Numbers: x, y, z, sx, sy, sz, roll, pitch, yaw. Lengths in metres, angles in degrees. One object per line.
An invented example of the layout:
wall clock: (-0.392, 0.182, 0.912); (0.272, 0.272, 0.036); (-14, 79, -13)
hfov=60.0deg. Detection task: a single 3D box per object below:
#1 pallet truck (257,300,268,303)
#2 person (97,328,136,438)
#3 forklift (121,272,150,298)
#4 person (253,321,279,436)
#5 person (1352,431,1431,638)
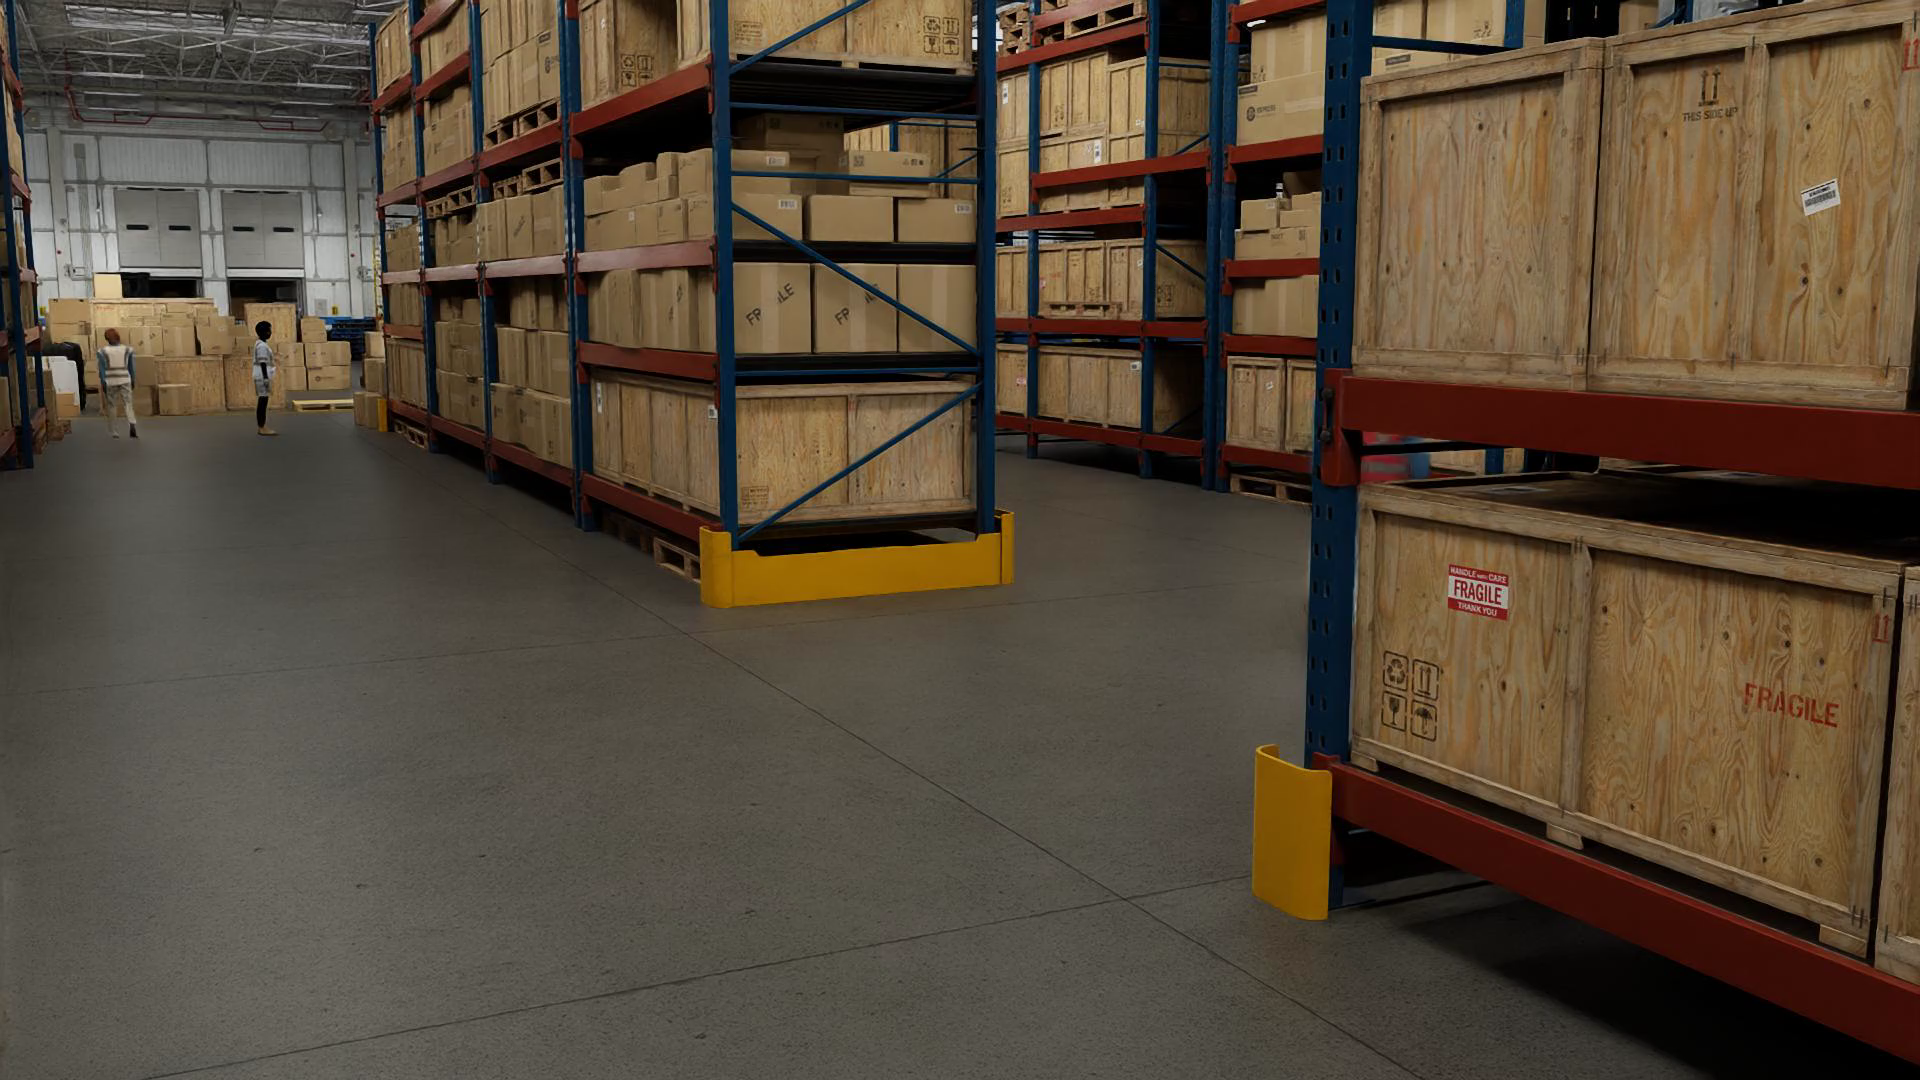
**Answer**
pallet truck: (-23.913, -7.404, 58.171); (1.885, 1.965, 0.823); (-1, 8, -9)
person: (-12.200, -2.272, 24.115); (0.502, 1.614, 0.761); (-6, 10, -35)
forklift: (-24.911, -6.719, 50.418); (1.129, 2.768, 1.873); (4, 9, 26)
person: (-10.295, -2.388, 24.610); (0.320, 1.697, 0.537); (-4, 9, -24)
person: (2.523, -0.326, 9.968); (0.564, 1.824, 0.630); (-7, 11, -41)
